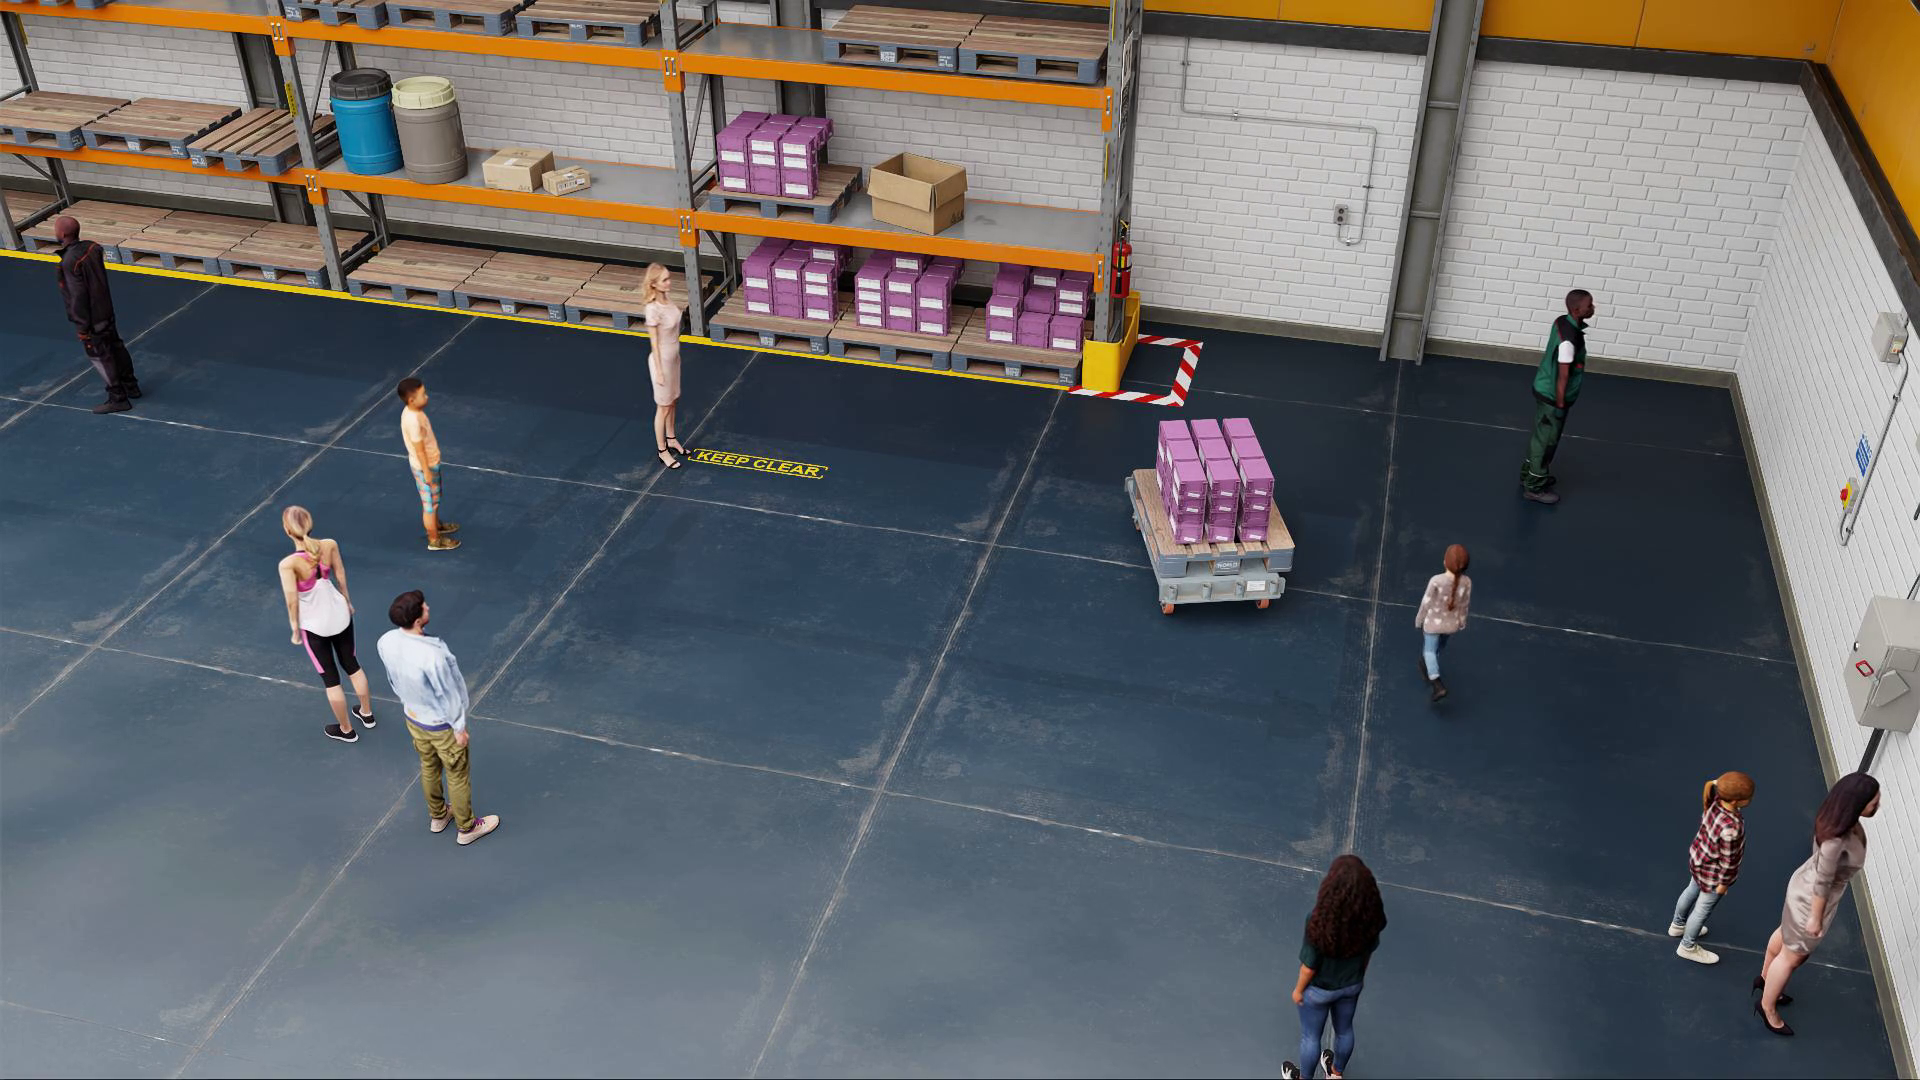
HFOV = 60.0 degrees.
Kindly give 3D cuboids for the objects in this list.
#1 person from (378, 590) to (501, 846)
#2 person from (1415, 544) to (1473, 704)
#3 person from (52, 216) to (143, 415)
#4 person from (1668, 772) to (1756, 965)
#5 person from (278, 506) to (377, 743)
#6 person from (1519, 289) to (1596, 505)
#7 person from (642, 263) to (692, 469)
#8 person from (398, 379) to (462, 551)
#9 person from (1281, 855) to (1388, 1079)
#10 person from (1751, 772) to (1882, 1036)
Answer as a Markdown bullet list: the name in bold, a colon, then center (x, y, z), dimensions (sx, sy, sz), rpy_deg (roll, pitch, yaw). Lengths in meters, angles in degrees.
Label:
- **person**: center (-3.186, 1.075, 10.066), dimensions (0.611, 1.812, 0.796), rpy_deg (19, 38, 26)
- **person**: center (3.305, 0.575, 11.387), dimensions (0.792, 1.181, 0.712), rpy_deg (-2, 34, -3)
- **person**: center (-7.646, -2.011, 14.696), dimensions (0.711, 1.825, 0.769), rpy_deg (0, 34, -1)
- **person**: center (4.249, 1.822, 9.398), dimensions (0.565, 1.306, 0.557), rpy_deg (3, 34, 5)
- **person**: center (-4.151, 0.549, 10.878), dimensions (0.628, 1.787, 0.677), rpy_deg (20, 39, 27)
- **person**: center (4.812, -1.180, 13.434), dimensions (0.599, 1.839, 0.678), rpy_deg (7, 34, 11)
- **person**: center (-2.464, -1.470, 13.877), dimensions (0.491, 1.829, 0.567), rpy_deg (8, 34, 12)
- **person**: center (-4.156, -0.595, 12.895), dimensions (0.628, 1.460, 0.603), rpy_deg (-10, 35, -15)
- **person**: center (1.902, 2.239, 8.490), dimensions (0.682, 1.617, 0.767), rpy_deg (-9, 35, -13)
- **person**: center (4.544, 1.913, 8.864), dimensions (0.566, 1.746, 0.628), rpy_deg (15, 36, 21)
